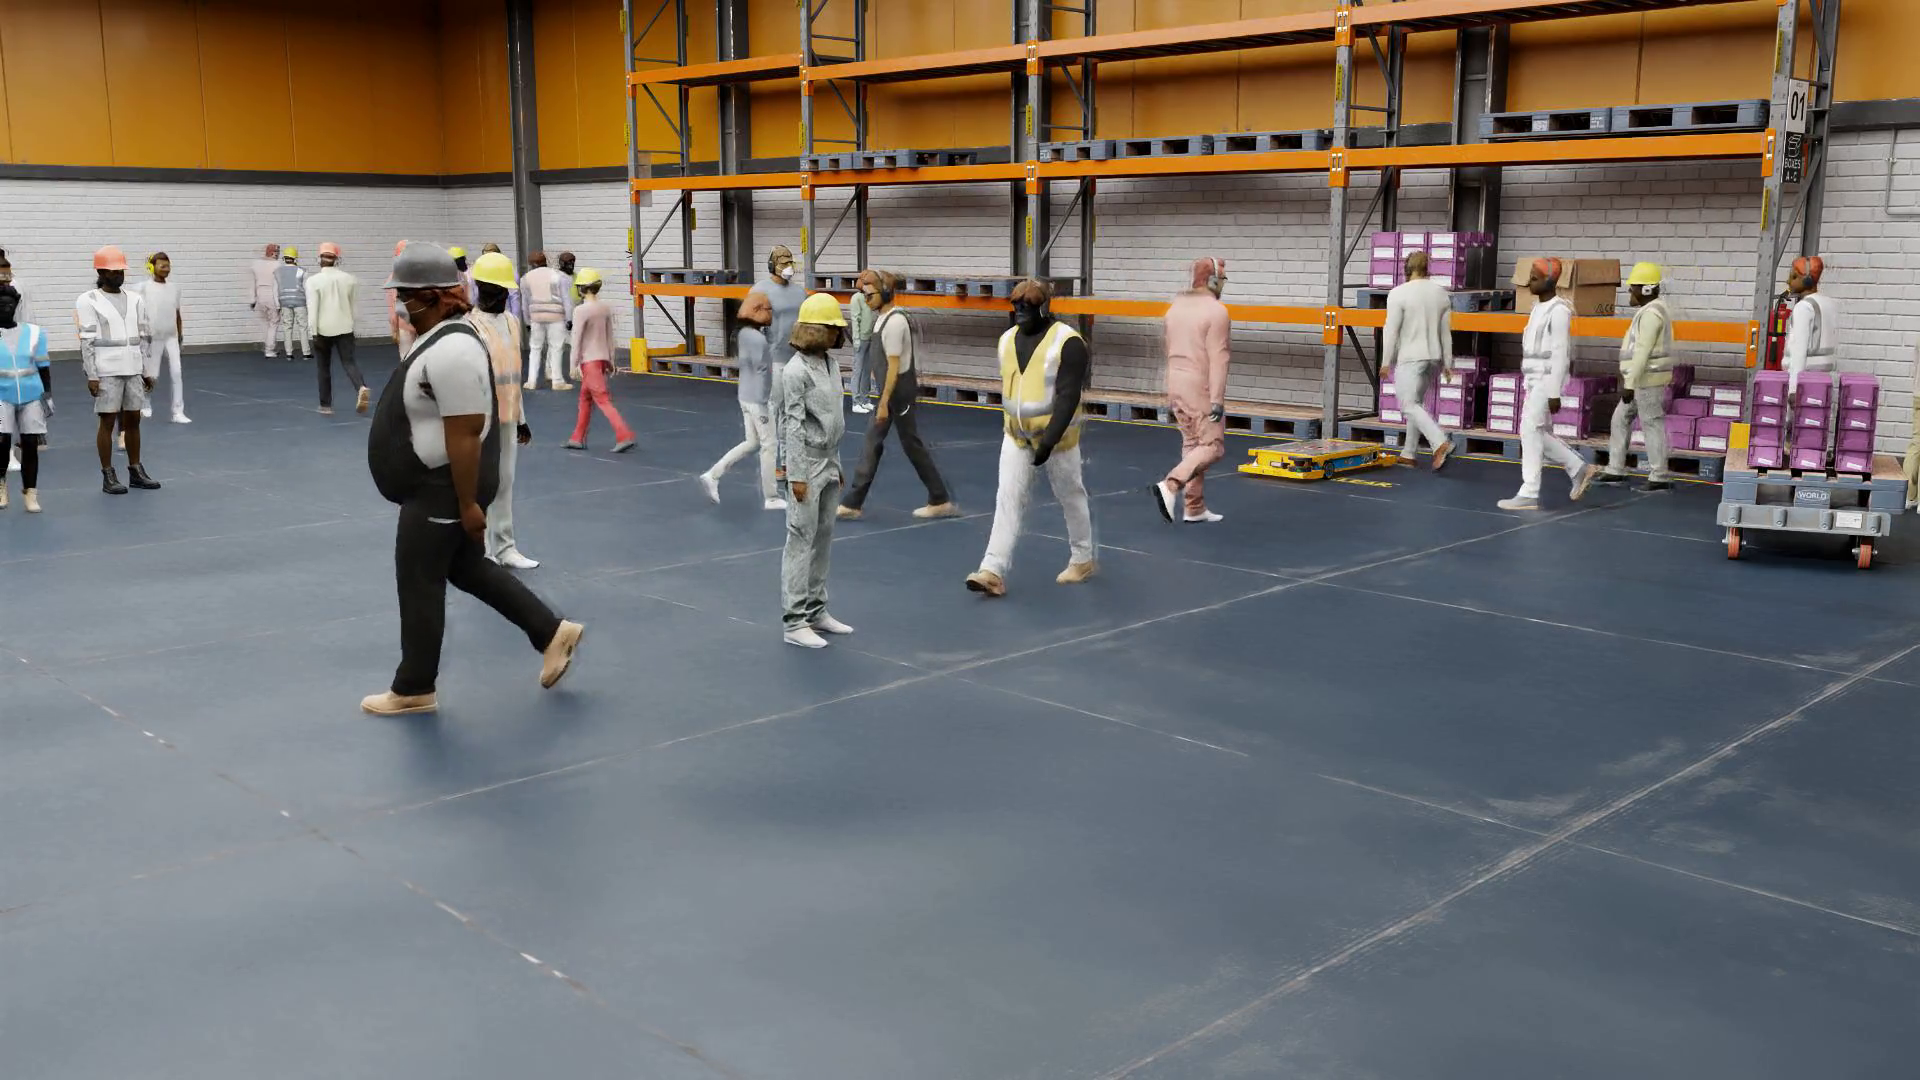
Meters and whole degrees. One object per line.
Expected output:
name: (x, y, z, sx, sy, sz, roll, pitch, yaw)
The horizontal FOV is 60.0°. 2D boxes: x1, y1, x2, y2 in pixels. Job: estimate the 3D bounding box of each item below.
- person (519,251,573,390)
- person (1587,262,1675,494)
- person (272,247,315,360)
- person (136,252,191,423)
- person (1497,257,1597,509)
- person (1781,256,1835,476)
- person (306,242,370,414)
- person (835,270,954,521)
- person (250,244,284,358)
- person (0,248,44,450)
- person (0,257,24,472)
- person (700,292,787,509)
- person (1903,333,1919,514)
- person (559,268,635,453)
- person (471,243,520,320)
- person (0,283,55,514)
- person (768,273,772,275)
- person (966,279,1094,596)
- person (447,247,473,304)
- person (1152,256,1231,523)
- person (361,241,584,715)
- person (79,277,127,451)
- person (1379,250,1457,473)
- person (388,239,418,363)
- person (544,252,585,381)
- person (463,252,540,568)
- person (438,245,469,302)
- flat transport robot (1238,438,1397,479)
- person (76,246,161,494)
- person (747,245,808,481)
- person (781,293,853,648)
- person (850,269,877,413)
person: (-5.430, -2.866, 21.814, 0.710, 1.815, 0.431, 1, 10, 8)
person: (5.284, -1.270, 13.094, 0.753, 1.801, 0.620, 5, 11, 24)
person: (-10.811, -3.829, 26.988, 0.592, 1.834, 0.404, -1, 10, -3)
person: (-8.692, -2.197, 18.045, 0.756, 1.853, 0.513, 9, 14, 41)
person: (4.367, -1.140, 12.243, 0.647, 1.866, 0.590, 1, 10, 6)
person: (6.240, -1.172, 12.417, 0.642, 1.869, 0.499, -9, 14, -40)
person: (-7.008, -2.369, 18.707, 0.886, 1.959, 0.613, 10, 14, 43)
person: (-0.483, -1.010, 11.755, 0.961, 1.790, 0.547, -3, 11, -16)
person: (-11.399, -3.979, 27.712, 0.661, 1.868, 0.864, 2, 11, 9)
person: (-9.091, -1.802, 15.667, 0.908, 1.922, 0.601, 3, 11, 14)
person: (-8.243, -1.509, 14.343, 0.706, 1.834, 0.510, 2, 11, 13)
person: (-1.553, -1.010, 12.215, 0.633, 1.618, 0.508, -4, 11, -23)
person: (7.114, -1.003, 12.126, 0.280, 1.633, 0.500, 1, 10, 3)
person: (-3.409, -1.674, 15.530, 0.882, 1.725, 0.532, 4, 11, 20)
person: (-5.813, -2.751, 20.873, 0.622, 1.930, 0.389, 1, 10, 5)
person: (-6.874, -1.020, 12.087, 0.536, 1.684, 0.361, -9, 14, -42)
person: (-2.107, -2.368, 19.294, 0.907, 1.716, 0.548, 9, 14, 39)
person: (0.453, -0.573, 9.409, 0.612, 1.779, 1.047, 8, 13, 36)
person: (-6.523, -3.021, 22.479, 0.633, 1.872, 0.858, 9, 14, 40)
person: (1.590, -1.016, 11.526, 0.626, 1.882, 0.666, -5, 12, -26)
person: (-2.110, -0.284, 7.091, 0.870, 2.000, 0.685, -2, 11, -12)
person: (-8.063, -1.698, 15.798, 0.526, 1.671, 0.694, -6, 12, -31)
person: (3.985, -1.520, 14.218, 0.639, 1.905, 0.820, -6, 12, -28)
person: (-6.293, -2.478, 19.242, 0.589, 1.976, 0.615, 8, 13, 37)
person: (-5.507, -3.101, 23.138, 0.634, 1.801, 0.957, -8, 13, -39)
person: (-2.774, -0.743, 9.925, 0.373, 1.920, 0.585, 4, 11, 20)
person: (-6.246, -2.601, 20.102, 0.652, 1.904, 0.404, -10, 14, -44)
flat transport robot: (3.070, -0.706, 14.224, 1.431, 0.197, 0.652, -10, 14, -44)
person: (-6.624, -1.336, 13.113, 0.358, 1.937, 0.548, 6, 12, 28)
person: (-1.479, -1.462, 13.794, 0.361, 1.939, 0.635, 8, 13, 39)
person: (-0.698, -0.348, 8.261, 0.325, 1.740, 0.492, 4, 11, 21)
person: (-1.079, -2.282, 19.096, 0.282, 1.633, 0.498, 5, 12, 28)
